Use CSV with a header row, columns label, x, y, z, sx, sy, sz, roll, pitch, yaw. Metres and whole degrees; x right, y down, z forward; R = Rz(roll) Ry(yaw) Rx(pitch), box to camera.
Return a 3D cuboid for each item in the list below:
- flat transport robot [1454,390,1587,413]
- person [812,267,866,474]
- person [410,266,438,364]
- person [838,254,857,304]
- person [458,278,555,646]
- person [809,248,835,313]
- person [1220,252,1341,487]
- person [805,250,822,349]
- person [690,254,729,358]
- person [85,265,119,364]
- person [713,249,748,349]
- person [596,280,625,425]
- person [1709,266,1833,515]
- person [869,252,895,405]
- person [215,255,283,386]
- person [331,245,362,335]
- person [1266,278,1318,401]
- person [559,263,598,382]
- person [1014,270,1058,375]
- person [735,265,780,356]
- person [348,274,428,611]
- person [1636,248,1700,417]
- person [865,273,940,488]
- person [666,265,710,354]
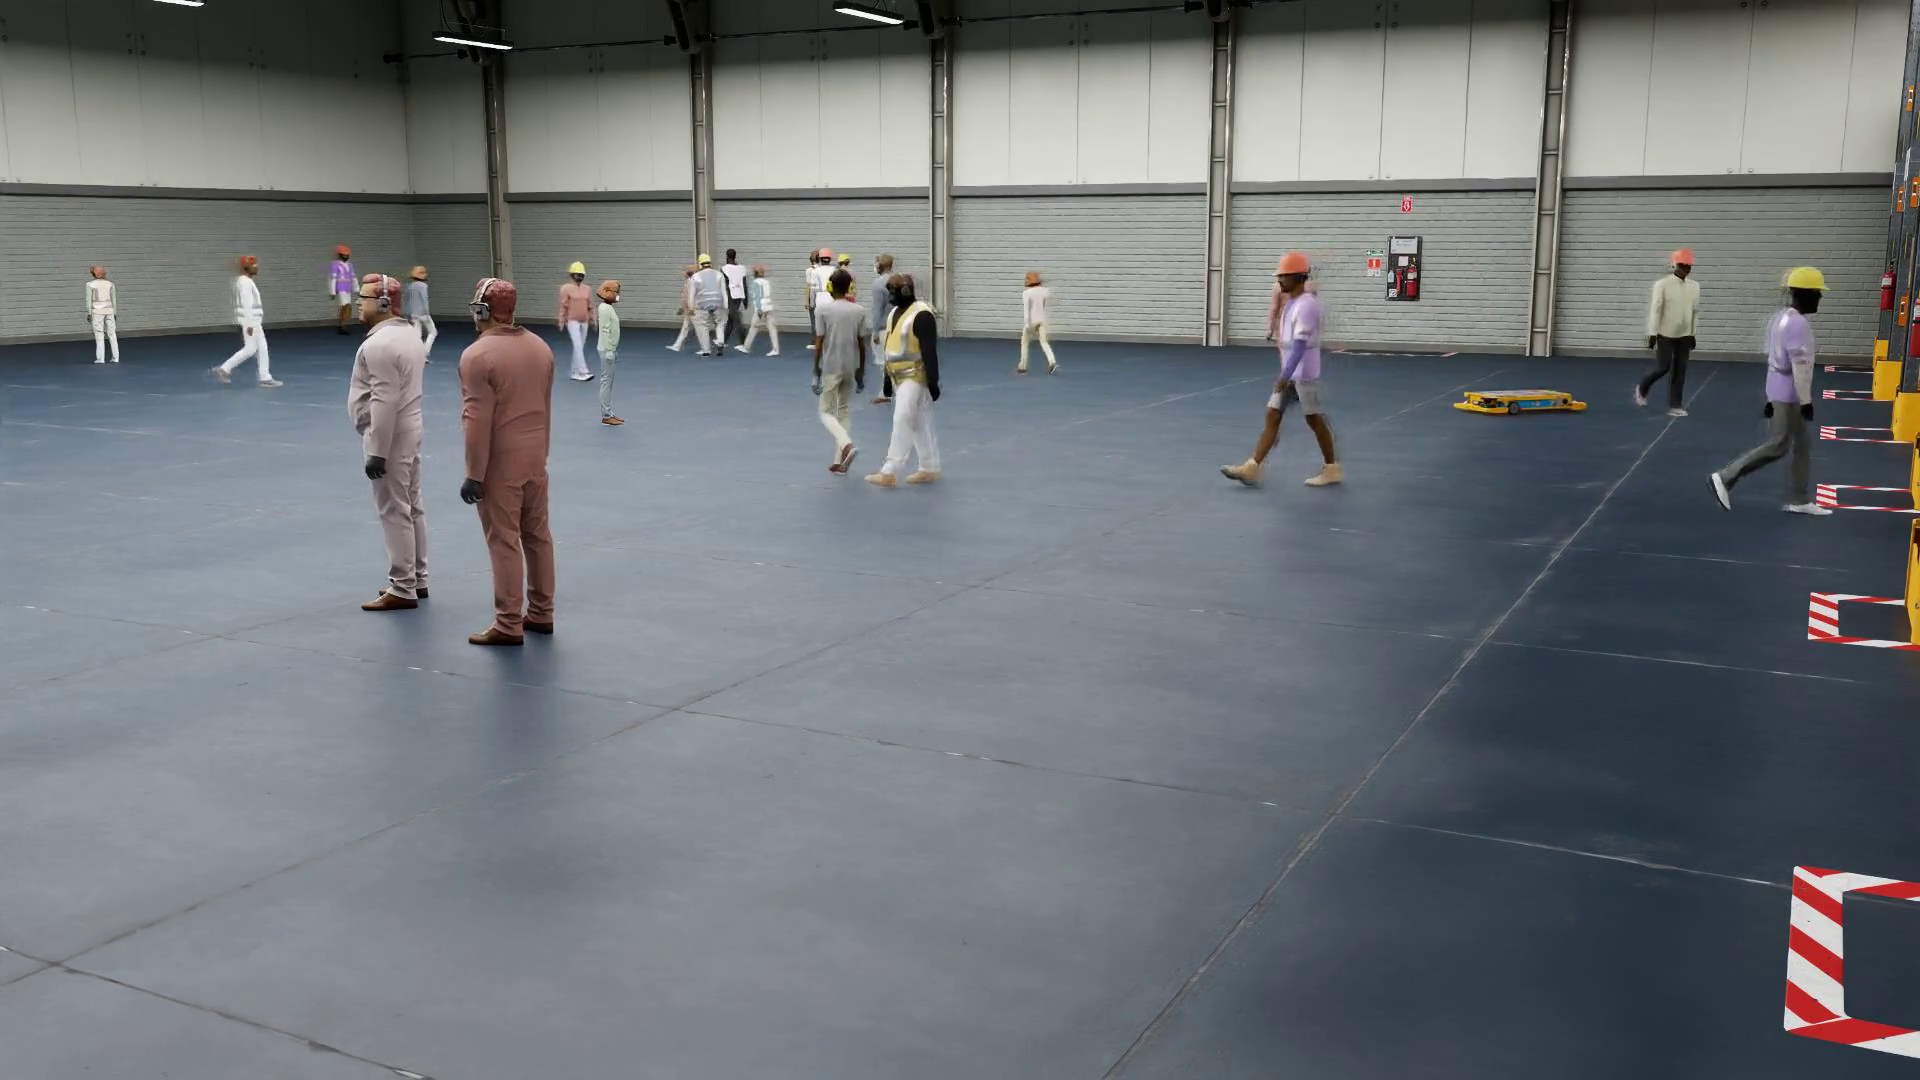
label,x,y,z,sx,sy,sz,roll,pitch,yaw
flat transport robot,6.789,-1.684,20.146,1.431,0.197,0.652,-4,11,-18
person,-1.057,-1.482,14.731,0.543,1.852,0.536,-6,12,-31
person,-8.880,-3.724,27.559,0.522,1.618,0.425,10,14,42
person,-2.317,-4.862,33.423,0.529,1.767,0.354,-9,14,-41
person,-2.388,-0.402,8.690,0.402,1.911,0.639,5,11,24
person,-2.331,-4.105,28.875,0.557,1.908,0.758,-4,11,-20
person,2.760,-1.411,13.992,1.060,1.977,0.614,-2,11,-11
person,-2.690,-4.494,31.175,0.506,1.846,0.346,-10,14,-43
person,-4.349,-4.051,28.859,0.635,1.809,0.752,-3,11,-18
person,-14.304,-3.756,27.738,0.315,1.629,0.509,6,12,30
person,-4.327,-4.506,31.193,1.005,1.863,0.613,6,12,32
person,-3.950,-2.115,18.775,0.280,1.633,0.499,-1,10,-6
person,6.252,-1.132,12.689,0.817,1.903,0.581,5,11,23
person,-0.845,-2.627,20.773,0.654,1.927,0.626,5,12,27
person,-10.015,-3.057,23.318,0.780,1.861,0.579,-3,11,-15
person,-13.031,-5.314,35.471,0.861,1.901,0.554,3,11,17
person,4.335,-2.757,21.644,0.653,1.871,0.959,-3,11,-18
person,-5.507,-3.160,24.222,0.818,1.727,0.548,9,14,40
person,1.185,-3.334,25.513,0.504,1.600,0.810,-8,13,-36
person,-3.567,-4.055,29.458,0.872,1.584,0.531,5,11,24
person,-3.277,-0.558,9.526,0.410,1.913,0.651,-1,10,-3
person,8.420,-2.464,19.736,0.625,1.980,0.651,-3,11,-14
person,-0.535,-1.343,14.111,0.872,1.801,0.648,-5,12,-27
person,-4.892,-4.111,29.797,0.844,1.589,0.504,0,10,-2
